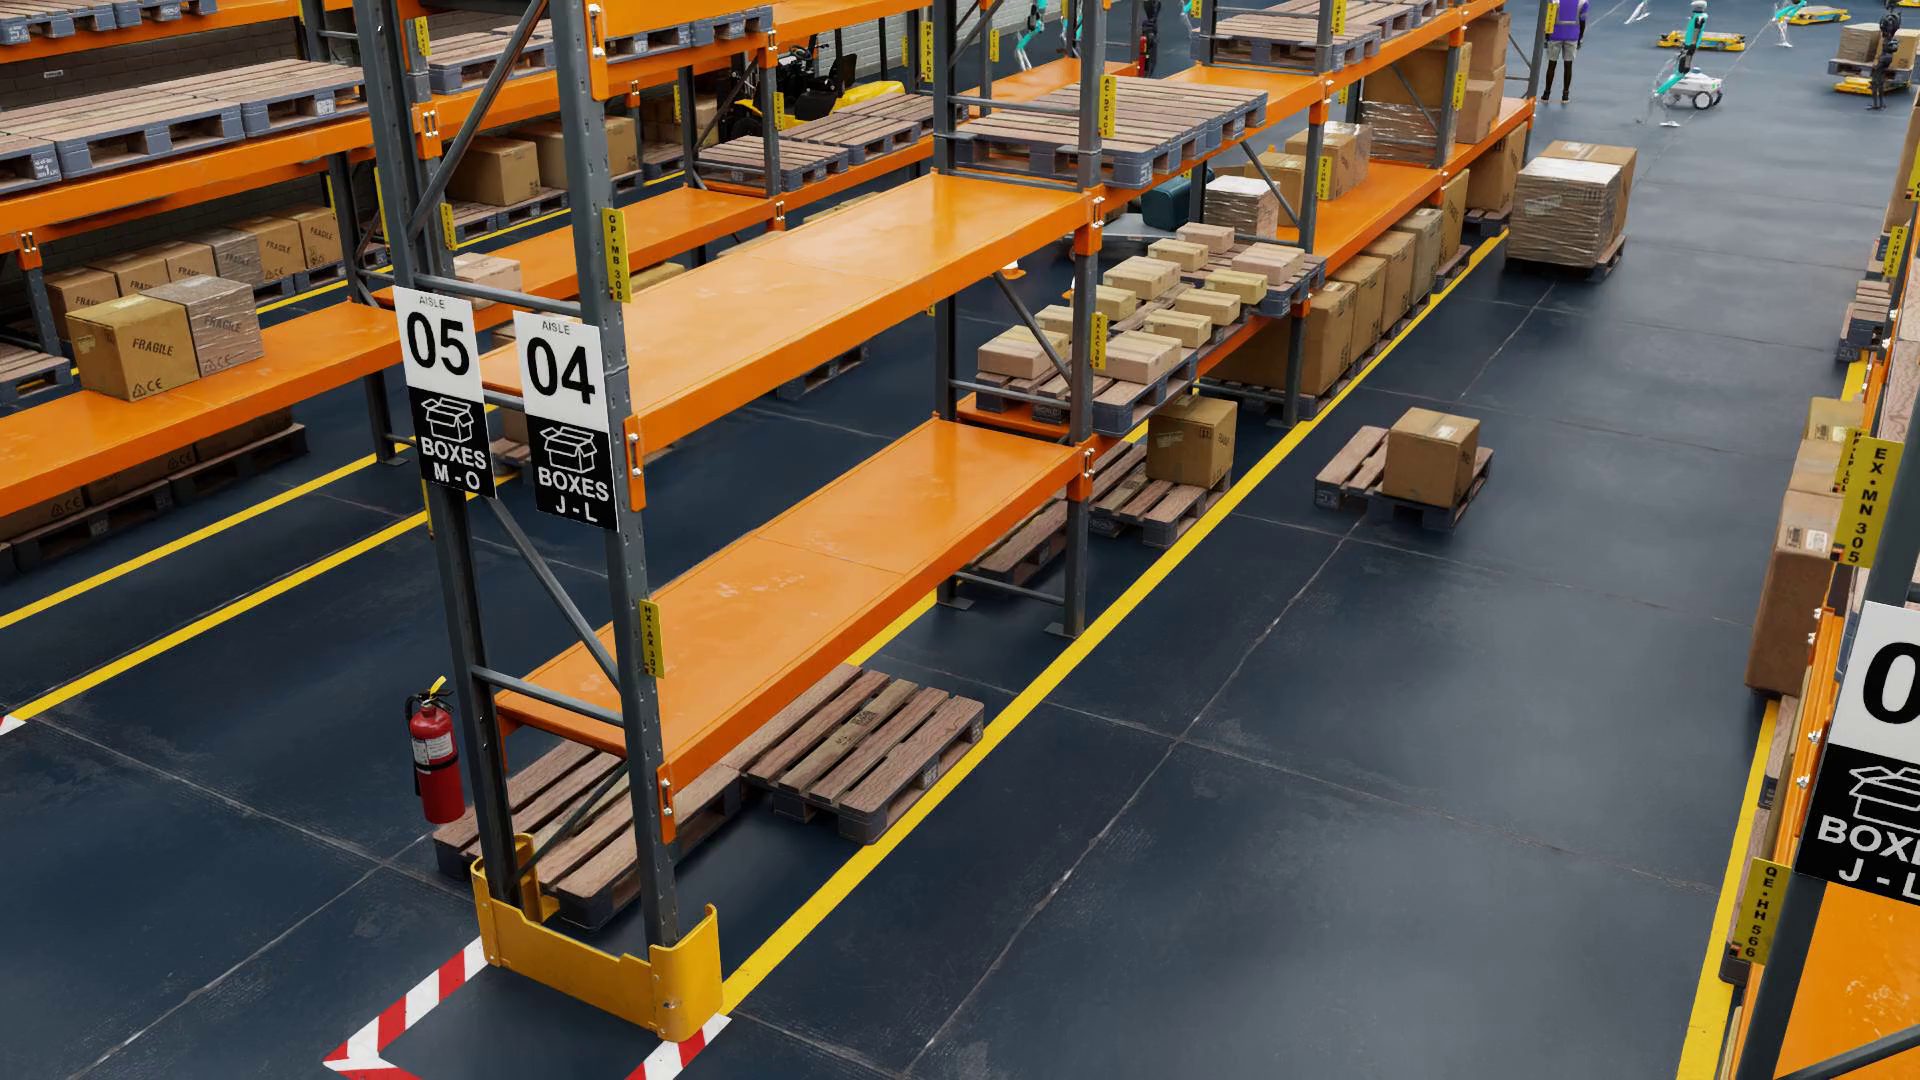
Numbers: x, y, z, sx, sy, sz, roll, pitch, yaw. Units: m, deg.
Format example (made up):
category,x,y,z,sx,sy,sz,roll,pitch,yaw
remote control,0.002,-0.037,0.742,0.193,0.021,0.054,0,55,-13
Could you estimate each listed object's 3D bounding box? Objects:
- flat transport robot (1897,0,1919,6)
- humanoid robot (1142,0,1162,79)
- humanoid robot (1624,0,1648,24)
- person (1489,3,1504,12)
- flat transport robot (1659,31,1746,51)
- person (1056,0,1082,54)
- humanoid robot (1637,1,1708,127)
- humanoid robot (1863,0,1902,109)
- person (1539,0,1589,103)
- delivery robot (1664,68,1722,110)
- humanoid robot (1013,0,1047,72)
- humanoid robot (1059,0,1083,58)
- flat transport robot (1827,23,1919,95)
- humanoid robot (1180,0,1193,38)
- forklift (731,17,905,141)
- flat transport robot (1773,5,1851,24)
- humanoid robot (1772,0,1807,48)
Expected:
category,x,y,z,sx,sy,sz,roll,pitch,yaw
flat transport robot,20.169,-11.419,35.070,0.659,0.231,1.431,15,29,28
humanoid robot,3.046,-8.115,26.586,0.313,1.651,0.599,-1,26,-3
humanoid robot,13.484,-11.035,32.605,0.929,1.773,0.541,-9,27,-17
person,7.477,-6.804,23.643,0.497,1.865,0.694,6,26,12
flat transport robot,13.462,-9.052,30.151,1.431,0.231,0.659,11,28,21
person,1.956,-9.535,29.239,0.467,1.924,0.643,14,29,26
humanoid robot,10.107,-6.728,23.744,0.783,1.884,0.542,7,27,15
humanoid robot,13.855,-7.297,24.887,0.352,1.640,0.616,13,29,26
person,9.171,-7.644,25.270,0.604,1.966,0.367,5,26,10
delivery robot,11.143,-6.867,25.268,0.758,0.583,0.499,20,32,35
humanoid robot,1.104,-8.413,27.153,0.667,1.817,0.530,10,27,20
humanoid robot,1.938,-8.928,28.313,0.540,1.854,0.778,11,28,22
flat transport robot,14.623,-7.325,26.563,1.431,0.231,0.659,-21,33,-36
humanoid robot,4.265,-10.129,30.713,0.663,1.817,0.535,-4,26,-8
forklift,-1.819,-5.975,21.543,2.313,2.155,1.214,14,29,26
flat transport robot,16.886,-10.395,32.941,1.431,0.231,0.659,-13,28,-24
humanoid robot,14.919,-9.697,29.865,0.666,1.854,0.540,20,32,35
